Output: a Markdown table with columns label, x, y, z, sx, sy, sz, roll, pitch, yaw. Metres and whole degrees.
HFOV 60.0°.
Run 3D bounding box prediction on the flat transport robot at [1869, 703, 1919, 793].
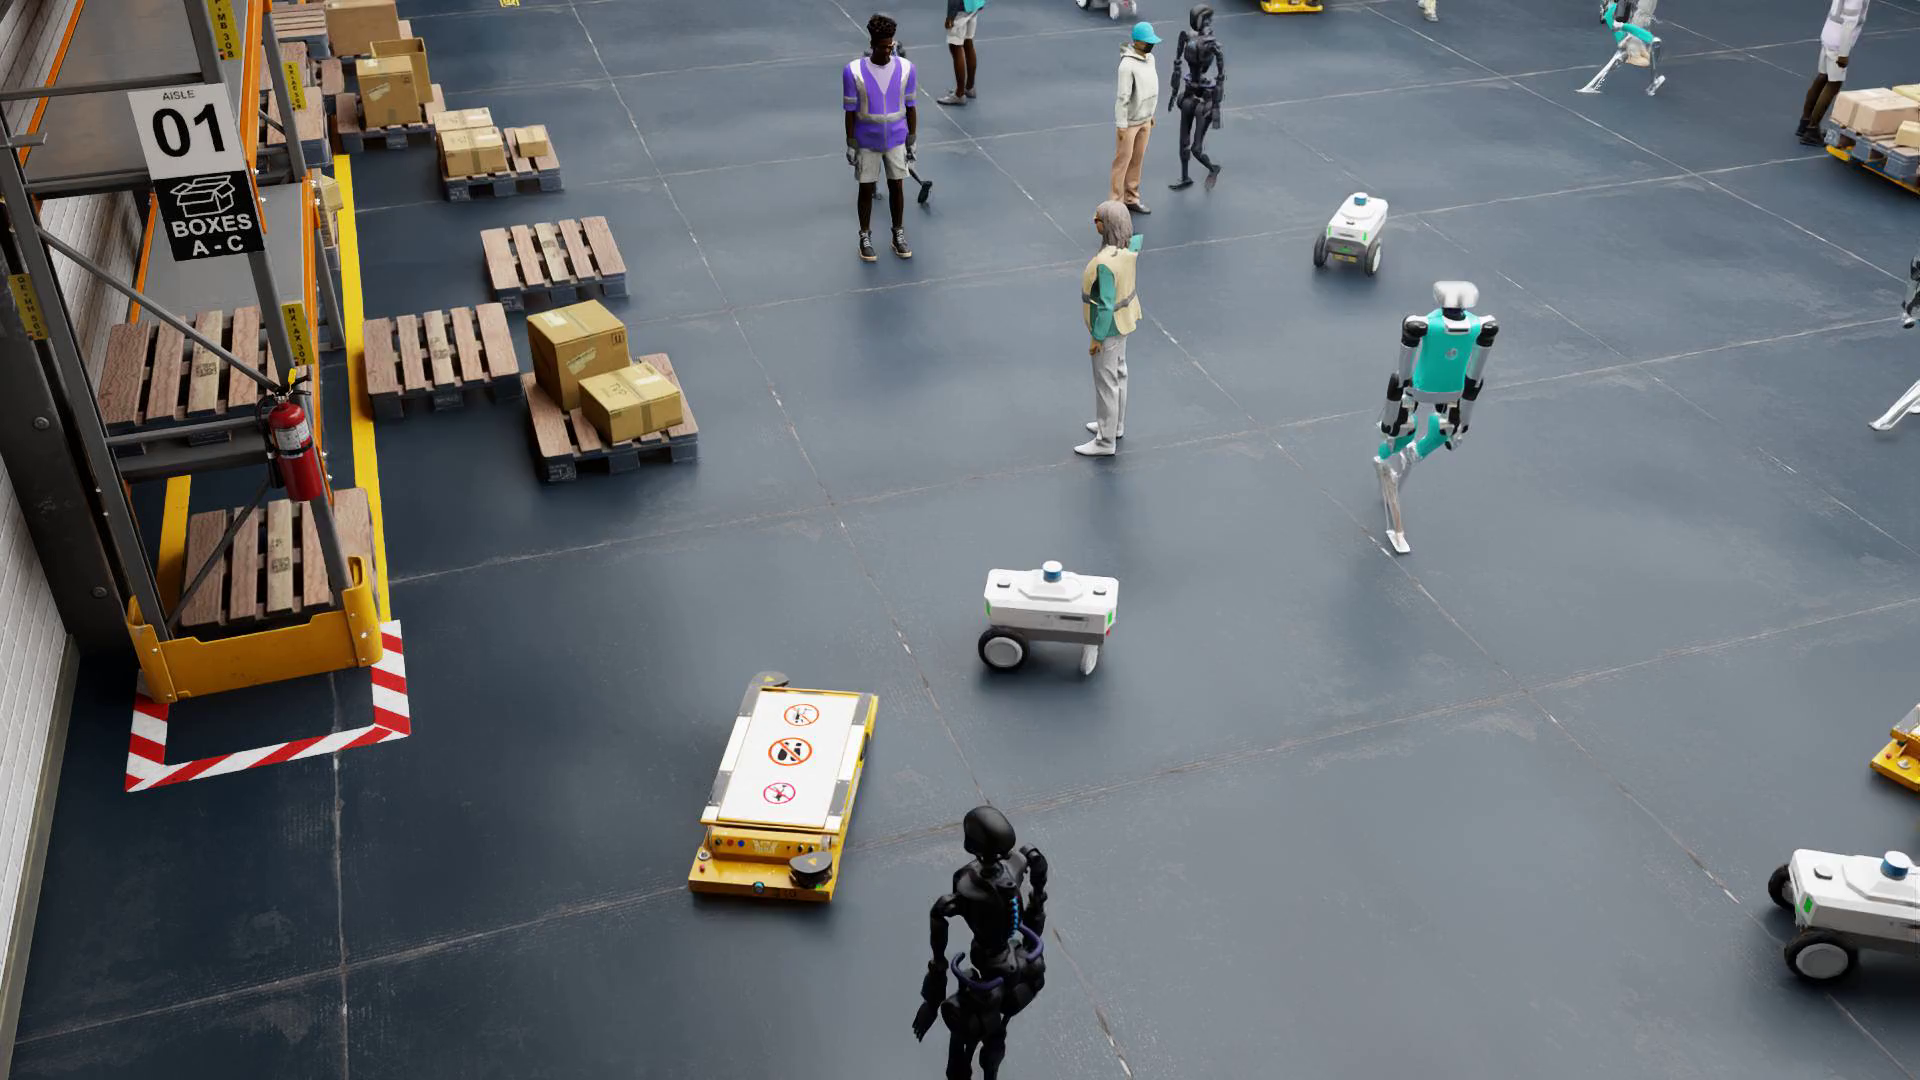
| label | x | y | z | sx | sy | sz | roll | pitch | yaw |
| --- | --- | --- | --- | --- | --- | --- | --- | --- | --- |
| flat transport robot | 5.260 | 0.953 | 8.397 | 1.431 | 0.231 | 0.659 | -25 | 41 | -33 |

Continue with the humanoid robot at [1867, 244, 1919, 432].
| label | x | y | z | sx | sy | sz | roll | pitch | yaw |
| --- | --- | --- | --- | --- | --- | --- | --- | --- | --- |
| humanoid robot | 6.441 | -1.469 | 10.756 | 0.953 | 1.737 | 0.551 | -11 | 35 | -16 |

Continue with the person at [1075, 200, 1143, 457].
| label | x | y | z | sx | sy | sz | roll | pitch | yaw |
| --- | --- | --- | --- | --- | --- | --- | --- | --- | --- |
| person | 0.962 | -1.339 | 10.591 | 0.362 | 1.709 | 0.472 | 11 | 35 | 16 |

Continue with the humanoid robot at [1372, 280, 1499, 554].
| label | x | y | z | sx | sy | sz | roll | pitch | yaw |
| --- | --- | --- | --- | --- | --- | --- | --- | --- | --- |
| humanoid robot | 2.656 | -0.787 | 9.775 | 0.550 | 1.826 | 0.886 | -3 | 33 | -4 |

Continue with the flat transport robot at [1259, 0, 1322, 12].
| label | x | y | z | sx | sy | sz | roll | pitch | yaw |
| --- | --- | --- | --- | --- | --- | --- | --- | --- | --- |
| flat transport robot | 3.850 | -6.629 | 20.026 | 0.659 | 0.231 | 1.431 | -3 | 33 | -5 |

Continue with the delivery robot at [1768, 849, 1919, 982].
| label | x | y | z | sx | sy | sz | roll | pitch | yaw |
| --- | --- | --- | --- | --- | --- | --- | --- | --- | --- |
| delivery robot | 3.924 | 1.587 | 7.159 | 0.768 | 0.591 | 0.499 | 7 | 34 | 11 |

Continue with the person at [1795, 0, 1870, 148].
| label | x | y | z | sx | sy | sz | roll | pitch | yaw |
| --- | --- | --- | --- | --- | --- | --- | --- | --- | --- |
| person | 8.218 | -4.619 | 15.433 | 0.428 | 1.925 | 0.540 | 11 | 35 | 16 |

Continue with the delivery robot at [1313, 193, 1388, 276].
| label | x | y | z | sx | sy | sz | roll | pitch | yaw |
| --- | --- | --- | --- | --- | --- | --- | --- | --- | --- |
| delivery robot | 3.195 | -2.508 | 13.422 | 0.499 | 0.572 | 0.747 | 15 | 36 | 21 |

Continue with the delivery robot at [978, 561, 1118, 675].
| label | x | y | z | sx | sy | sz | roll | pitch | yaw |
| --- | --- | --- | --- | --- | --- | --- | --- | --- | --- |
| delivery robot | 0.470 | 0.388 | 8.991 | 0.752 | 0.583 | 0.521 | 4 | 33 | 6 |

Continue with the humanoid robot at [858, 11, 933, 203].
| label | x | y | z | sx | sy | sz | roll | pitch | yaw |
| --- | --- | --- | --- | --- | --- | --- | --- | --- | --- |
| humanoid robot | -0.591 | -3.672 | 14.228 | 0.683 | 1.632 | 0.611 | 23 | 39 | 31 |

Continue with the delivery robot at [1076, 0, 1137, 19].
| label | x | y | z | sx | sy | sz | roll | pitch | yaw |
| --- | --- | --- | --- | --- | --- | --- | --- | --- | --- |
| delivery robot | 1.746 | -6.473 | 19.533 | 0.499 | 0.603 | 0.794 | -19 | 38 | -26 |

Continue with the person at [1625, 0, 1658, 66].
| label | x | y | z | sx | sy | sz | roll | pitch | yaw |
| --- | --- | --- | --- | --- | --- | --- | --- | --- | --- |
| person | 7.371 | -5.989 | 17.577 | 0.341 | 1.875 | 0.460 | 22 | 39 | 30 |

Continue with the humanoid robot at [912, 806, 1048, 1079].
| label | x | y | z | sx | sy | sz | roll | pitch | yaw |
| --- | --- | --- | --- | --- | --- | --- | --- | --- | --- |
| humanoid robot | 0.158 | 1.634 | 6.071 | 0.588 | 1.637 | 0.588 | -25 | 41 | -33 |

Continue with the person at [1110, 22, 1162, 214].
| label | x | y | z | sx | sy | sz | roll | pitch | yaw |
| --- | --- | --- | --- | --- | --- | --- | --- | --- | --- |
| person | 1.482 | -3.501 | 13.940 | 0.385 | 1.673 | 0.476 | 25 | 41 | 33 |

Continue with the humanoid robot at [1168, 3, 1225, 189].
| label | x | y | z | sx | sy | sz | roll | pitch | yaw |
| --- | --- | --- | --- | --- | --- | --- | --- | --- | --- |
| humanoid robot | 2.092 | -3.862 | 14.494 | 0.404 | 1.646 | 0.611 | -24 | 40 | -32 |

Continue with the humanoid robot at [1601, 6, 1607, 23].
| label | x | y | z | sx | sy | sz | roll | pitch | yaw |
| --- | --- | --- | --- | --- | --- | --- | --- | --- | --- |
| humanoid robot | 7.560 | -6.816 | 18.992 | 0.542 | 1.765 | 0.958 | 7 | 34 | 10 |

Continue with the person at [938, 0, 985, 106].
| label | x | y | z | sx | sy | sz | roll | pitch | yaw |
| --- | --- | --- | --- | --- | --- | --- | --- | --- | --- |
| person | 0.035 | -5.278 | 16.426 | 0.424 | 1.935 | 0.570 | 12 | 35 | 18 |

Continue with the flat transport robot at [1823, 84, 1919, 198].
| label | x | y | z | sx | sy | sz | roll | pitch | yaw |
| --- | --- | --- | --- | --- | --- | --- | --- | --- | --- |
| flat transport robot | 8.618 | -3.390 | 15.058 | 0.659 | 0.231 | 1.431 | -8 | 34 | -13 |

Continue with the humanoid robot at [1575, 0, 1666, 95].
| label | x | y | z | sx | sy | sz | roll | pitch | yaw |
| --- | --- | --- | --- | --- | --- | --- | --- | --- | --- |
| humanoid robot | 6.864 | -5.323 | 16.701 | 0.957 | 1.765 | 0.542 | 1 | 33 | 1 |

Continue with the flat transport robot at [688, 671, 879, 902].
| label | x | y | z | sx | sy | sz | roll | pitch | yaw |
| --- | --- | --- | --- | --- | --- | --- | --- | --- | --- |
| flat transport robot | -0.826 | 1.164 | 8.073 | 0.659 | 0.231 | 1.431 | 4 | 33 | 5 |

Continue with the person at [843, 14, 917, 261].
| label | x | y | z | sx | sy | sz | roll | pitch | yaw |
| --- | --- | --- | --- | --- | --- | --- | --- | --- | --- |
| person | -0.620 | -3.180 | 13.194 | 0.601 | 1.958 | 0.373 | -9 | 34 | -13 |

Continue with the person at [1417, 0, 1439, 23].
| label | x | y | z | sx | sy | sz | roll | pitch | yaw |
| --- | --- | --- | --- | --- | --- | --- | --- | --- | --- |
| person | 5.516 | -6.963 | 19.158 | 0.566 | 1.791 | 0.860 | -2 | 33 | -3 |
